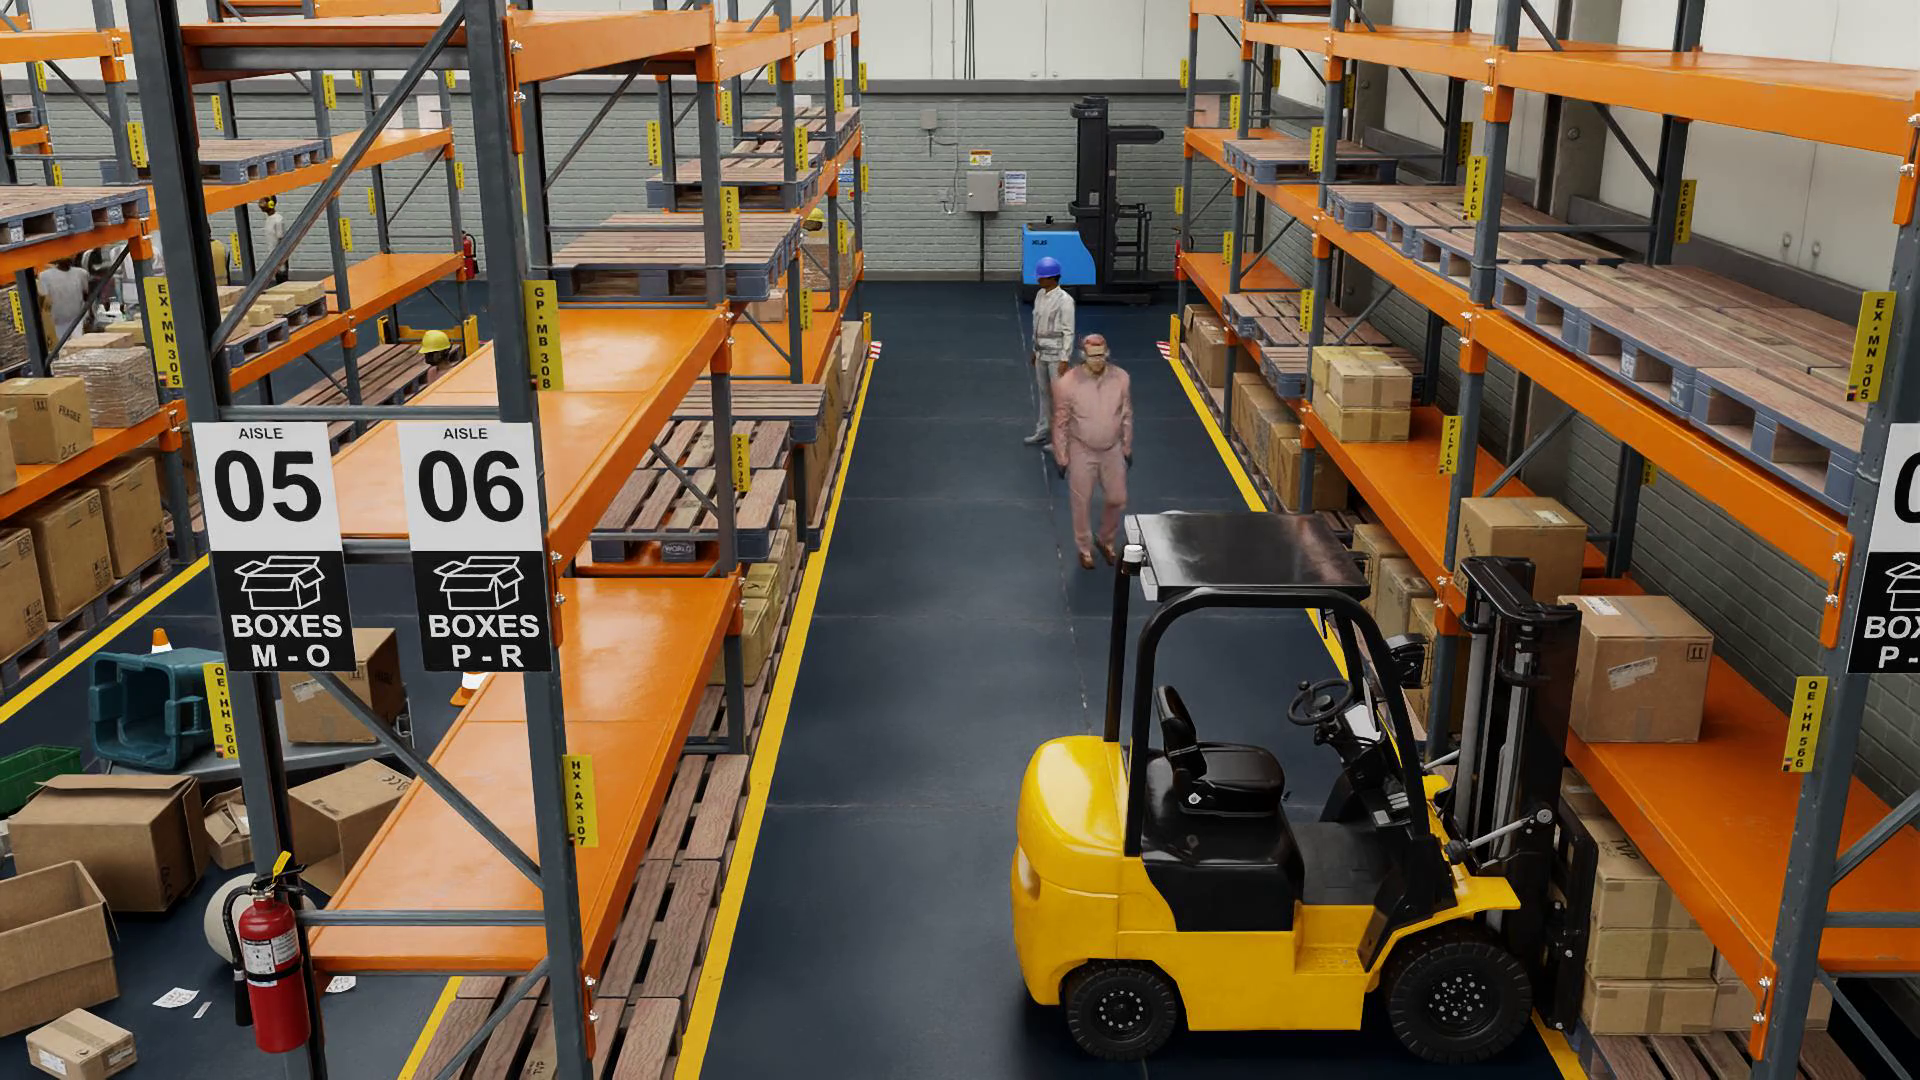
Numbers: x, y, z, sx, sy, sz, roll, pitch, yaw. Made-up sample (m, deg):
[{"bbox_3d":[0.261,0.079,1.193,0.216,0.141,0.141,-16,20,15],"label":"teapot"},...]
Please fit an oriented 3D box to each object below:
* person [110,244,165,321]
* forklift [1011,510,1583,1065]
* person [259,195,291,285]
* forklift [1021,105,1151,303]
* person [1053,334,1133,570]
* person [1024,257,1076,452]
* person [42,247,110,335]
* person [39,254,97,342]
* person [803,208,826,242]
[{"bbox_3d":[-9.652,-2.860,19.637,0.546,1.929,0.392,-7,20,-21],"label":"person"},{"bbox_3d":[1.387,1.055,7.378,2.313,2.155,1.214,0,18,0],"label":"forklift"},{"bbox_3d":[-9.250,-3.796,22.578,0.327,1.861,0.507,-13,22,-35],"label":"person"},{"bbox_3d":[1.857,-4.944,24.441,1.873,2.768,1.129,0,18,0],"label":"forklift"},{"bbox_3d":[1.064,-0.676,13.081,0.686,1.890,0.485,-4,19,-13],"label":"person"},{"bbox_3d":[0.898,-1.848,16.557,0.401,1.939,0.602,-11,21,-29],"label":"person"},{"bbox_3d":[-10.322,-2.819,19.378,0.669,1.997,0.869,0,18,1],"label":"person"},{"bbox_3d":[-9.972,-2.425,18.528,0.627,1.814,0.992,-11,21,-30],"label":"person"},{"bbox_3d":[-1.897,-3.474,21.803,0.321,1.729,0.490,-1,18,-2],"label":"person"}]
